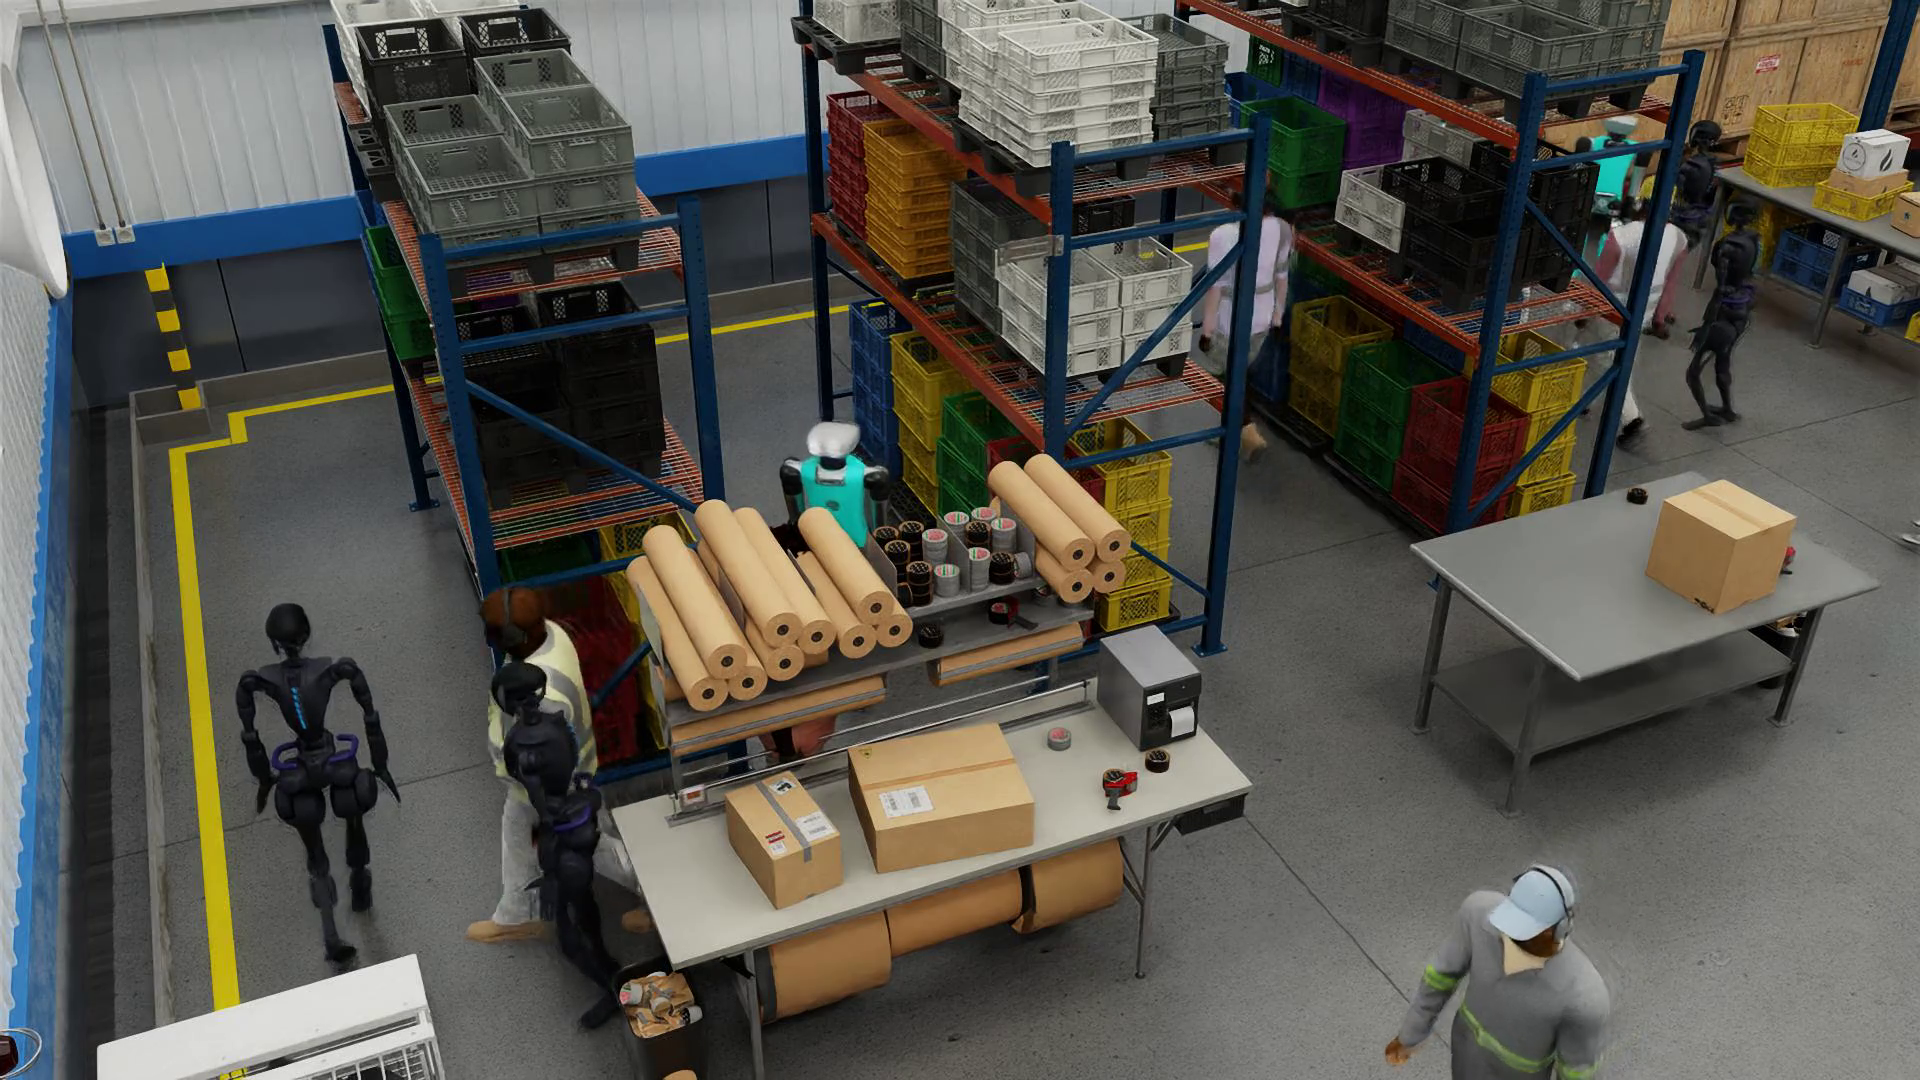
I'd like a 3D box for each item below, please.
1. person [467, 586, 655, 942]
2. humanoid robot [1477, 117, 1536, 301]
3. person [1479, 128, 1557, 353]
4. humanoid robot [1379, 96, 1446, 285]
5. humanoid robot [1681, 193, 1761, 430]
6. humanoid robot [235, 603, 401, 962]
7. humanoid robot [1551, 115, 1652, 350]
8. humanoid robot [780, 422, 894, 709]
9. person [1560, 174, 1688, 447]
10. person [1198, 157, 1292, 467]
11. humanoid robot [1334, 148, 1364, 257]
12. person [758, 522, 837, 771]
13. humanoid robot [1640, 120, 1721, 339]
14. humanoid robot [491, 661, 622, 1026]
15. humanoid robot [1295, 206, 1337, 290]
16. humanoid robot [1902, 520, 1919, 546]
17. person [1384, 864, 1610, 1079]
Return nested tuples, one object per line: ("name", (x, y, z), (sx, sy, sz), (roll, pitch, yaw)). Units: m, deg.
("person", (-1.680, 0.963, 6.961), (0.941, 1.799, 0.637), (-10, 33, -15))
("humanoid robot", (3.889, -2.450, 12.530), (0.557, 1.745, 0.846), (-2, 32, -3))
("person", (3.885, -2.060, 11.778), (0.573, 1.882, 0.360), (-2, 32, -4))
("humanoid robot", (3.429, -2.652, 12.746), (0.533, 1.681, 0.735), (6, 32, 10))
("humanoid robot", (5.113, -1.495, 11.055), (0.390, 1.638, 0.588), (22, 38, 31))
("humanoid robot", (-2.687, 1.034, 7.002), (0.590, 1.654, 0.685), (-7, 32, -12))
("humanoid robot", (4.585, -2.093, 12.034), (0.531, 1.828, 0.821), (9, 33, 14))
("humanoid robot", (-0.545, 0.155, 8.401), (0.530, 1.882, 0.768), (4, 32, 7))
("person", (4.424, -1.512, 10.983), (0.604, 1.784, 0.813), (-11, 33, -18))
("person", (1.829, -1.387, 10.544), (0.633, 2.029, 0.660), (-18, 36, -27))
("humanoid robot", (3.016, -2.434, 12.572), (0.306, 1.645, 0.609), (10, 33, 16))
("person", (-0.677, 0.781, 7.084), (0.368, 1.966, 0.603), (4, 32, 6))
("humanoid robot", (5.338, -2.300, 12.359), (0.602, 1.656, 0.331), (-27, 41, -36))
("humanoid robot", (-1.580, 1.186, 6.700), (0.395, 1.640, 0.612), (-3, 32, -5))
("humanoid robot", (2.757, -2.417, 12.558), (0.610, 1.648, 0.432), (-8, 32, -13))
("humanoid robot", (5.928, -0.714, 9.630), (0.745, 1.684, 0.532), (27, 41, 37))
("person", (1.748, 1.787, 5.597), (0.730, 1.826, 0.598), (-15, 35, -23))
